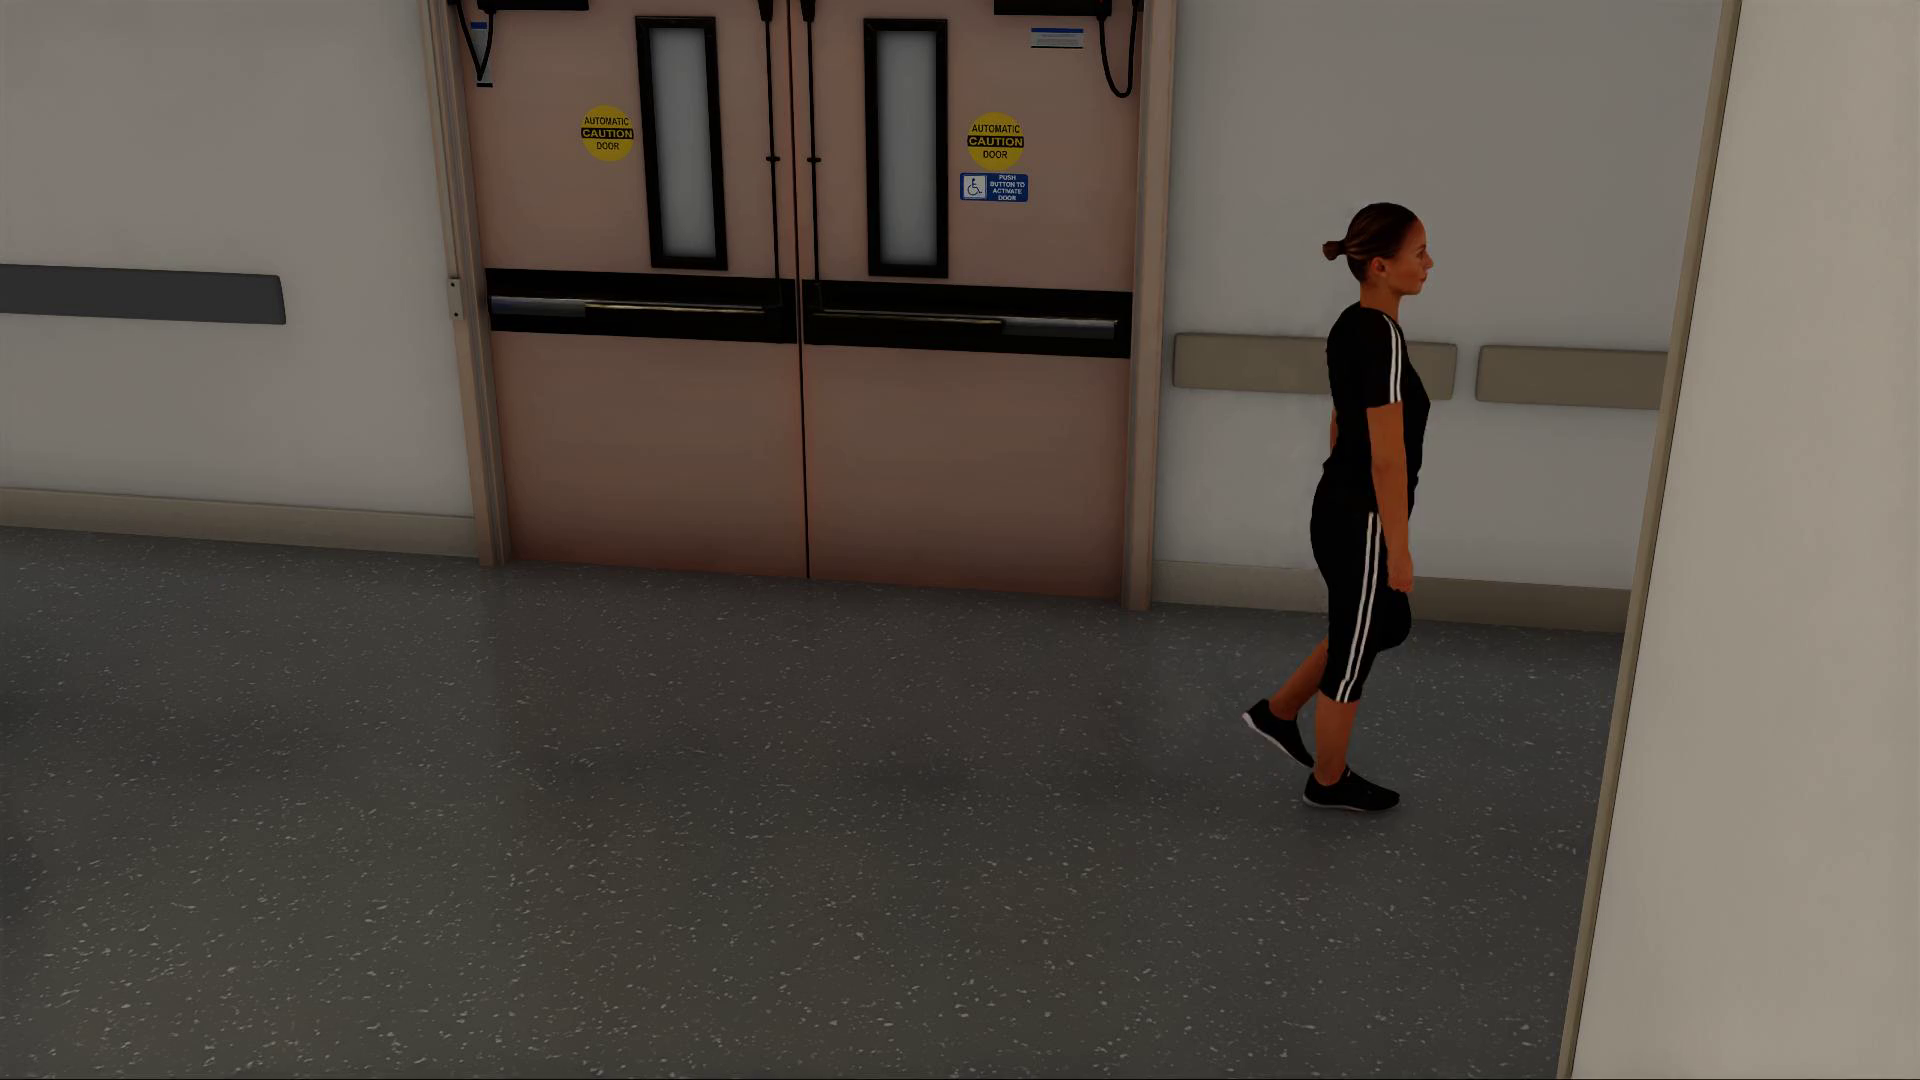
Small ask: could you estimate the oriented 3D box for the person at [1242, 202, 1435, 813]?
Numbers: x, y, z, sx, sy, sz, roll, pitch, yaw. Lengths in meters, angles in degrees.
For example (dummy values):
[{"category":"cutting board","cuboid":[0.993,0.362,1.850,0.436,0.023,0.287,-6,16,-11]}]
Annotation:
[{"category":"person","cuboid":[0.973,-0.045,4.359,0.656,1.659,0.579,3,21,7]}]
